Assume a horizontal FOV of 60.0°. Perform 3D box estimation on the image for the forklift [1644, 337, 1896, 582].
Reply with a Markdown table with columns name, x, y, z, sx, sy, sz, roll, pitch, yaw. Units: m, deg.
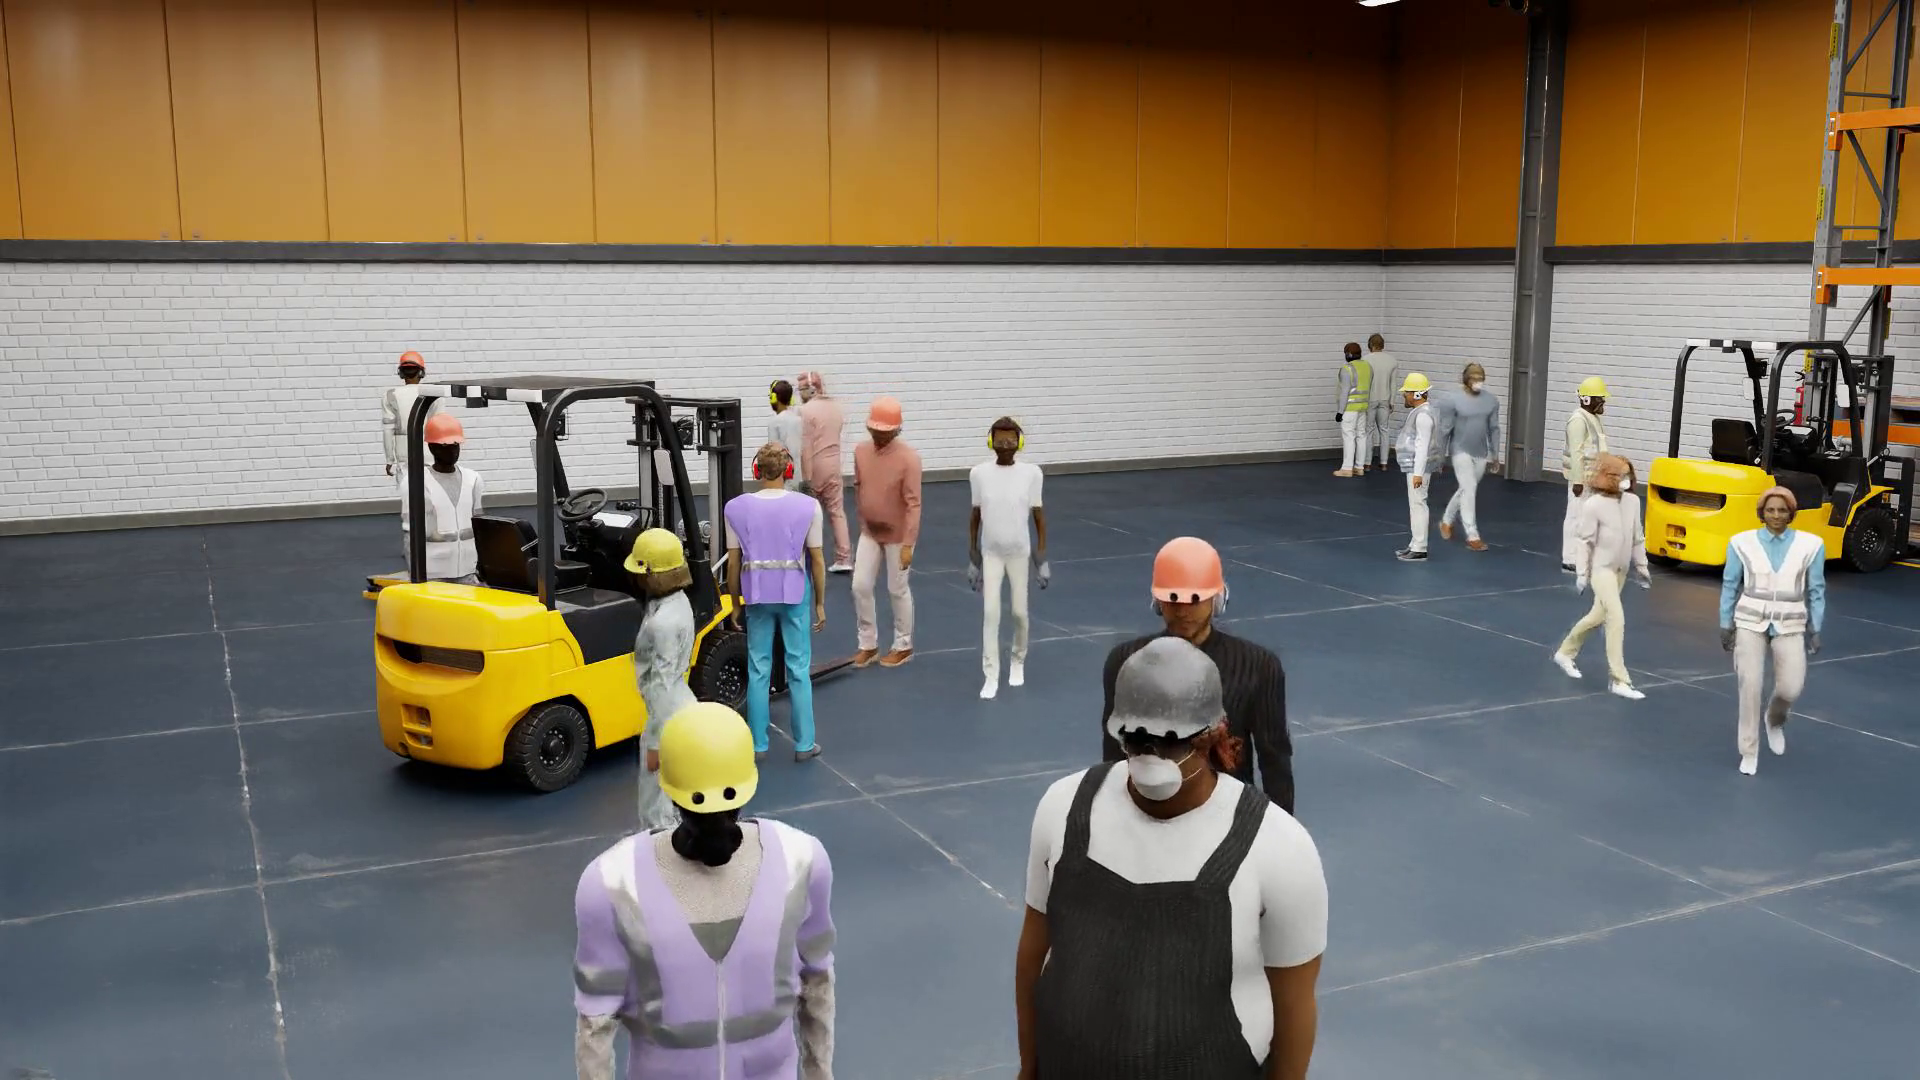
| name | x | y | z | sx | sy | sz | roll | pitch | yaw |
| --- | --- | --- | --- | --- | --- | --- | --- | --- | --- |
| forklift | 7.551 | -0.789 | 15.507 | 2.313 | 2.155 | 1.214 | -4 | 10 | -25 |

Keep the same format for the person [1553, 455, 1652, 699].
| name | x | y | z | sx | sy | sz | roll | pitch | yaw |
| --- | --- | --- | --- | --- | --- | --- | --- | --- | --- |
| person | 4.317 | 0.206 | 11.173 | 0.502 | 1.597 | 0.821 | -5 | 11 | -30 |

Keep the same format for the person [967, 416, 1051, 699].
| name | x | y | z | sx | sy | sz | roll | pitch | yaw |
| --- | --- | --- | --- | --- | --- | --- | --- | --- | --- |
| person | 0.327 | 0.108 | 11.062 | 0.557 | 1.887 | 0.557 | 1 | 9 | 6 |

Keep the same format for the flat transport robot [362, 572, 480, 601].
| name | x | y | z | sx | sy | sz | roll | pitch | yaw |
| --- | --- | --- | --- | --- | --- | --- | --- | --- | --- |
| flat transport robot | -4.277 | 0.406 | 14.042 | 1.431 | 0.197 | 0.652 | 4 | 10 | 26 |

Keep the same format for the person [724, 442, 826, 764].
| name | x | y | z | sx | sy | sz | roll | pitch | yaw |
| --- | --- | --- | --- | --- | --- | --- | --- | --- | --- |
| person | -1.043 | 0.366 | 9.435 | 0.565 | 1.840 | 0.390 | 0 | 9 | 1 |

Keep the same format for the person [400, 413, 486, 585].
| name | x | y | z | sx | sy | sz | roll | pitch | yaw |
| --- | --- | --- | --- | --- | --- | --- | --- | --- | --- |
| person | -3.158 | 0.181 | 10.277 | 0.362 | 1.939 | 0.542 | 8 | 12 | 42 |

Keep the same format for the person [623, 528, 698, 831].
| name | x | y | z | sx | sy | sz | roll | pitch | yaw |
| --- | --- | --- | --- | --- | --- | --- | --- | --- | --- |
| person | -1.263 | 0.802 | 7.099 | 0.308 | 1.727 | 0.520 | 0 | 9 | 0 |

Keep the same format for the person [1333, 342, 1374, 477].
| name | x | y | z | sx | sy | sz | roll | pitch | yaw |
| --- | --- | --- | --- | --- | --- | --- | --- | --- | --- |
| person | 5.365 | -1.782 | 22.778 | 0.621 | 1.838 | 0.429 | -8 | 12 | -39 |

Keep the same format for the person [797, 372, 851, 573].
| name | x | y | z | sx | sy | sz | roll | pitch | yaw |
| --- | --- | --- | --- | --- | --- | --- | --- | --- | --- |
| person | -1.336 | -0.609 | 15.349 | 0.766 | 1.875 | 0.697 | 6 | 11 | 35 |

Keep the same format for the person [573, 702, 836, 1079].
| name | x | y | z | sx | sy | sz | roll | pitch | yaw |
| --- | --- | --- | --- | --- | --- | --- | --- | --- | --- |
| person | -0.602 | 1.240 | 3.941 | 0.621 | 1.879 | 0.949 | -3 | 10 | -17 |

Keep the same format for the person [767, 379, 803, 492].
| name | x | y | z | sx | sy | sz | roll | pitch | yaw |
| --- | --- | --- | --- | --- | --- | --- | --- | --- | --- |
| person | -1.595 | -0.496 | 14.764 | 0.398 | 1.844 | 0.547 | 5 | 10 | 28 |

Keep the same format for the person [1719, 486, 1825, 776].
| name | x | y | z | sx | sy | sz | roll | pitch | yaw |
| --- | --- | --- | --- | --- | --- | --- | --- | --- | --- |
| person | 4.520 | 0.495 | 9.294 | 0.532 | 1.622 | 0.424 | 4 | 10 | 23 |

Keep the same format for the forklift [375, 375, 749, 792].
| name | x | y | z | sx | sy | sz | roll | pitch | yaw |
| --- | --- | --- | --- | --- | --- | --- | --- | --- | --- |
| forklift | -2.268 | 0.149 | 9.685 | 1.214 | 2.155 | 2.313 | 6 | 11 | 32 |

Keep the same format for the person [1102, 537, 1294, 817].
| name | x | y | z | sx | sy | sz | roll | pitch | yaw |
| --- | --- | --- | --- | --- | --- | --- | --- | --- | --- |
| person | 0.760 | 0.960 | 5.407 | 0.628 | 1.939 | 1.004 | 1 | 9 | 9 |

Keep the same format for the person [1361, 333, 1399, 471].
| name | x | y | z | sx | sy | sz | roll | pitch | yaw |
| --- | --- | --- | --- | --- | --- | --- | --- | --- | --- |
| person | 5.835 | -1.932 | 23.394 | 0.628 | 1.939 | 0.373 | -2 | 9 | -12 |

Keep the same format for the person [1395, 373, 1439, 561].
| name | x | y | z | sx | sy | sz | roll | pitch | yaw |
| --- | --- | --- | --- | --- | --- | --- | --- | --- | --- |
| person | 4.428 | -0.708 | 16.155 | 0.403 | 1.826 | 0.596 | 2 | 9 | 10 |

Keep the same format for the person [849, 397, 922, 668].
| name | x | y | z | sx | sy | sz | roll | pitch | yaw |
| --- | --- | --- | --- | --- | --- | --- | --- | --- | --- |
| person | -0.499 | -0.036 | 11.618 | 0.645 | 1.939 | 0.630 | 6 | 11 | 34 |

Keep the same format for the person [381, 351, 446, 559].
| name | x | y | z | sx | sy | sz | roll | pitch | yaw |
| --- | --- | --- | --- | --- | --- | --- | --- | --- | --- |
| person | -5.290 | -0.820 | 16.197 | 0.605 | 2.034 | 0.388 | -2 | 9 | -15 |

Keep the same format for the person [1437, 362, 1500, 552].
| name | x | y | z | sx | sy | sz | roll | pitch | yaw |
| --- | --- | --- | --- | --- | --- | --- | --- | --- | --- |
| person | 5.158 | -0.878 | 16.996 | 0.620 | 1.901 | 0.988 | -3 | 10 | -16 |

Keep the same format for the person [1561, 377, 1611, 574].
| name | x | y | z | sx | sy | sz | roll | pitch | yaw |
| --- | --- | --- | --- | --- | --- | --- | --- | --- | --- |
| person | 5.810 | -0.599 | 15.445 | 0.403 | 1.830 | 0.599 | 6 | 11 | 32 |
